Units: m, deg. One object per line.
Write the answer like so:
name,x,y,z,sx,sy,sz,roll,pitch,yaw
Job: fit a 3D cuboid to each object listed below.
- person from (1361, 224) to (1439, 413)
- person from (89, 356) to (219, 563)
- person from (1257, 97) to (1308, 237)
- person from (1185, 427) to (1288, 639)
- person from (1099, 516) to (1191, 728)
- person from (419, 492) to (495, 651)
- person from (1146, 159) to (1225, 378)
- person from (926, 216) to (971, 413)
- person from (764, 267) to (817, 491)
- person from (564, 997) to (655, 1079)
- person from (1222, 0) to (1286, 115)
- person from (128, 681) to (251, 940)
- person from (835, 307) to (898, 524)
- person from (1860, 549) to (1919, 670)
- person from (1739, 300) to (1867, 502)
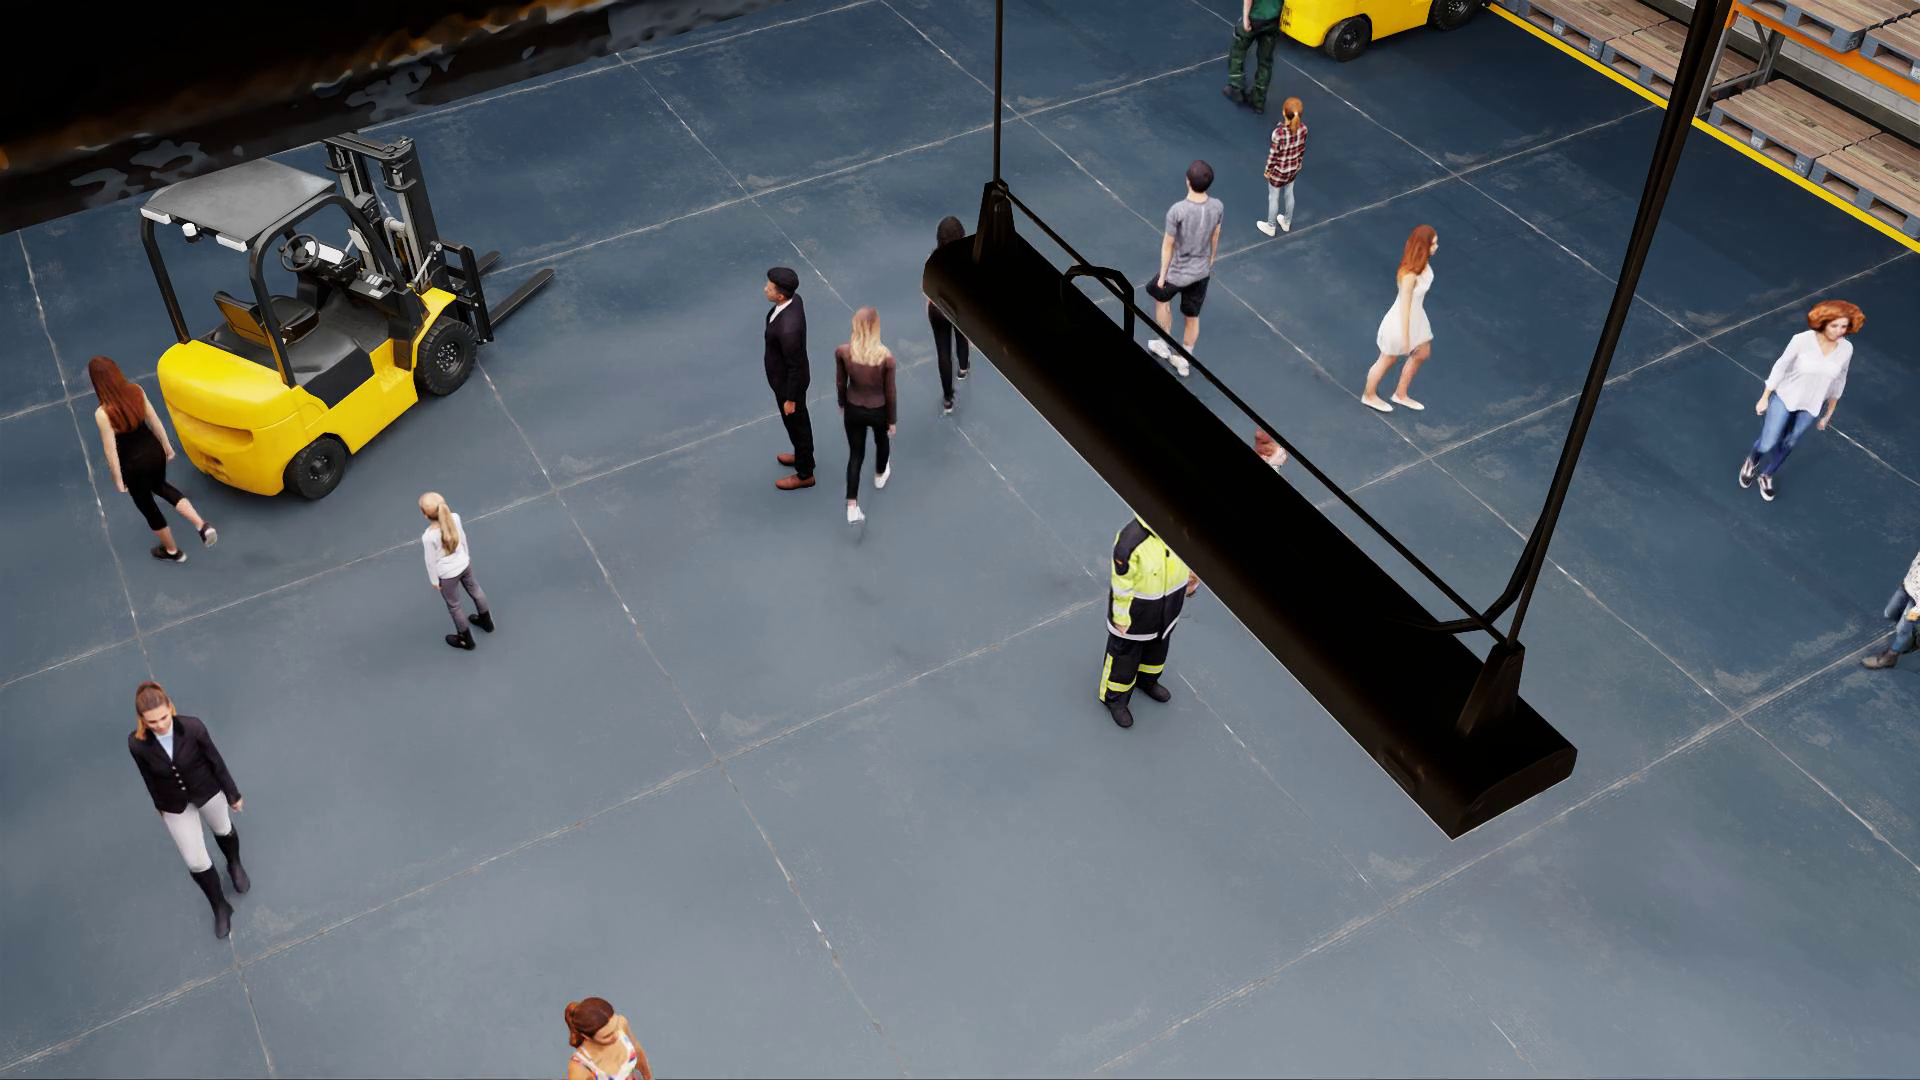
person,3.301,-1.695,12.683,0.816,1.698,0.733,25,49,24
person,-5.550,-0.525,11.444,0.935,1.713,0.860,13,45,13
person,2.855,-3.290,14.642,0.547,1.305,0.521,-17,46,-17
person,1.842,-0.040,10.887,0.965,1.779,0.873,15,46,15
person,1.171,0.337,10.345,0.801,1.980,0.681,-28,50,-26
person,-3.351,0.192,11.009,0.594,1.276,0.559,23,48,22
person,1.801,-2.046,12.937,0.771,1.856,0.824,-12,45,-13
person,-0.091,-1.684,12.729,0.828,1.619,0.963,2,44,2
person,-1.211,-1.175,12.002,0.835,1.883,0.671,-2,44,-2
person,-1.735,2.699,8.008,0.758,1.783,0.719,20,47,19
person,2.950,-5.005,16.024,0.754,1.882,0.817,-12,45,-13
person,-4.341,1.404,9.416,0.618,1.717,0.792,-18,47,-18
person,-0.679,-0.848,11.810,1.037,1.675,1.136,7,44,7
person,6.282,0.378,10.795,0.707,1.301,0.683,3,44,3
person,6.044,-1.068,12.020,0.763,1.706,0.810,8,44,8
